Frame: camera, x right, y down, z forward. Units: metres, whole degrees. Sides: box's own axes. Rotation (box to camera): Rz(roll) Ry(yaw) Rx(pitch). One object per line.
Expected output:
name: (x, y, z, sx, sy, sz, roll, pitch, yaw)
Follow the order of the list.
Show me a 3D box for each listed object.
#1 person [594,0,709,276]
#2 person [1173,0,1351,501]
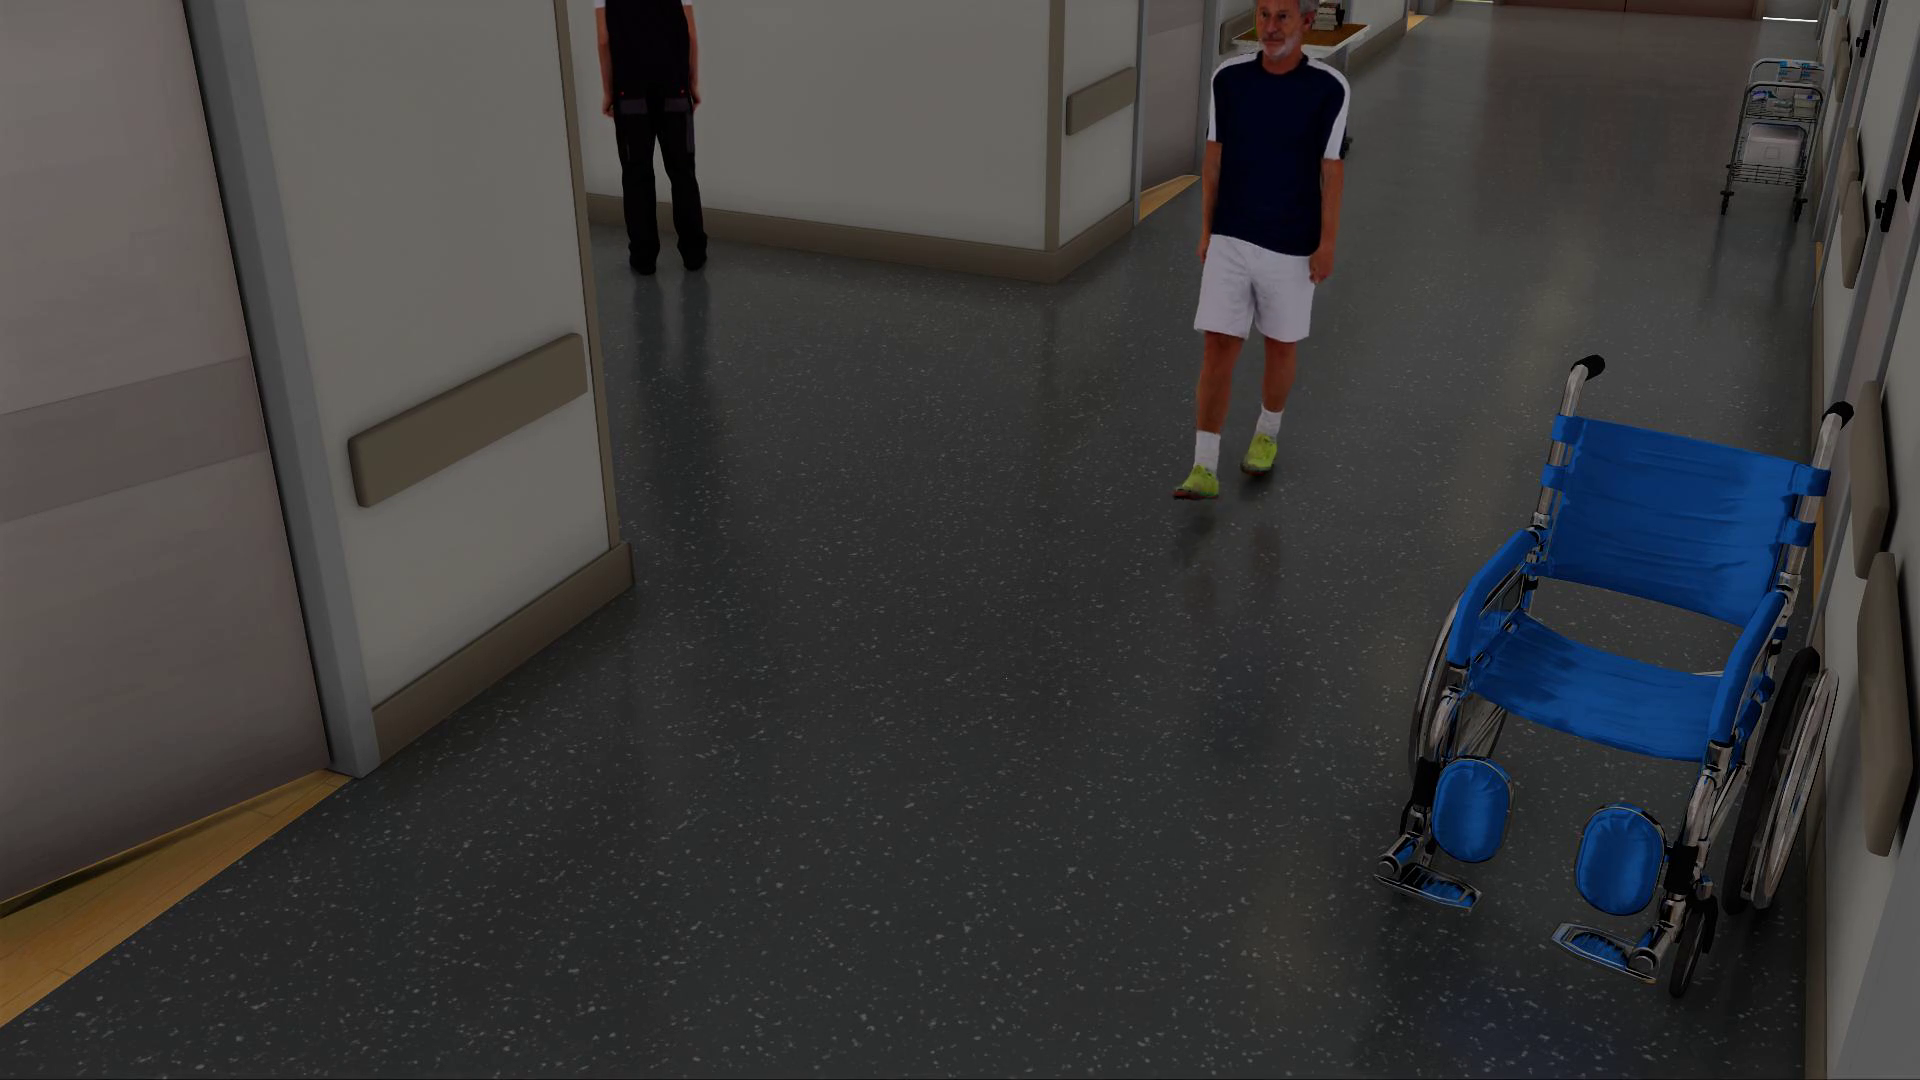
person: (-1.529, -2.248, 8.234, 0.739, 1.848, 0.773, -6, 26, -12)
person: (1.090, -1.063, 5.819, 0.692, 1.810, 0.999, 10, 27, 19)
